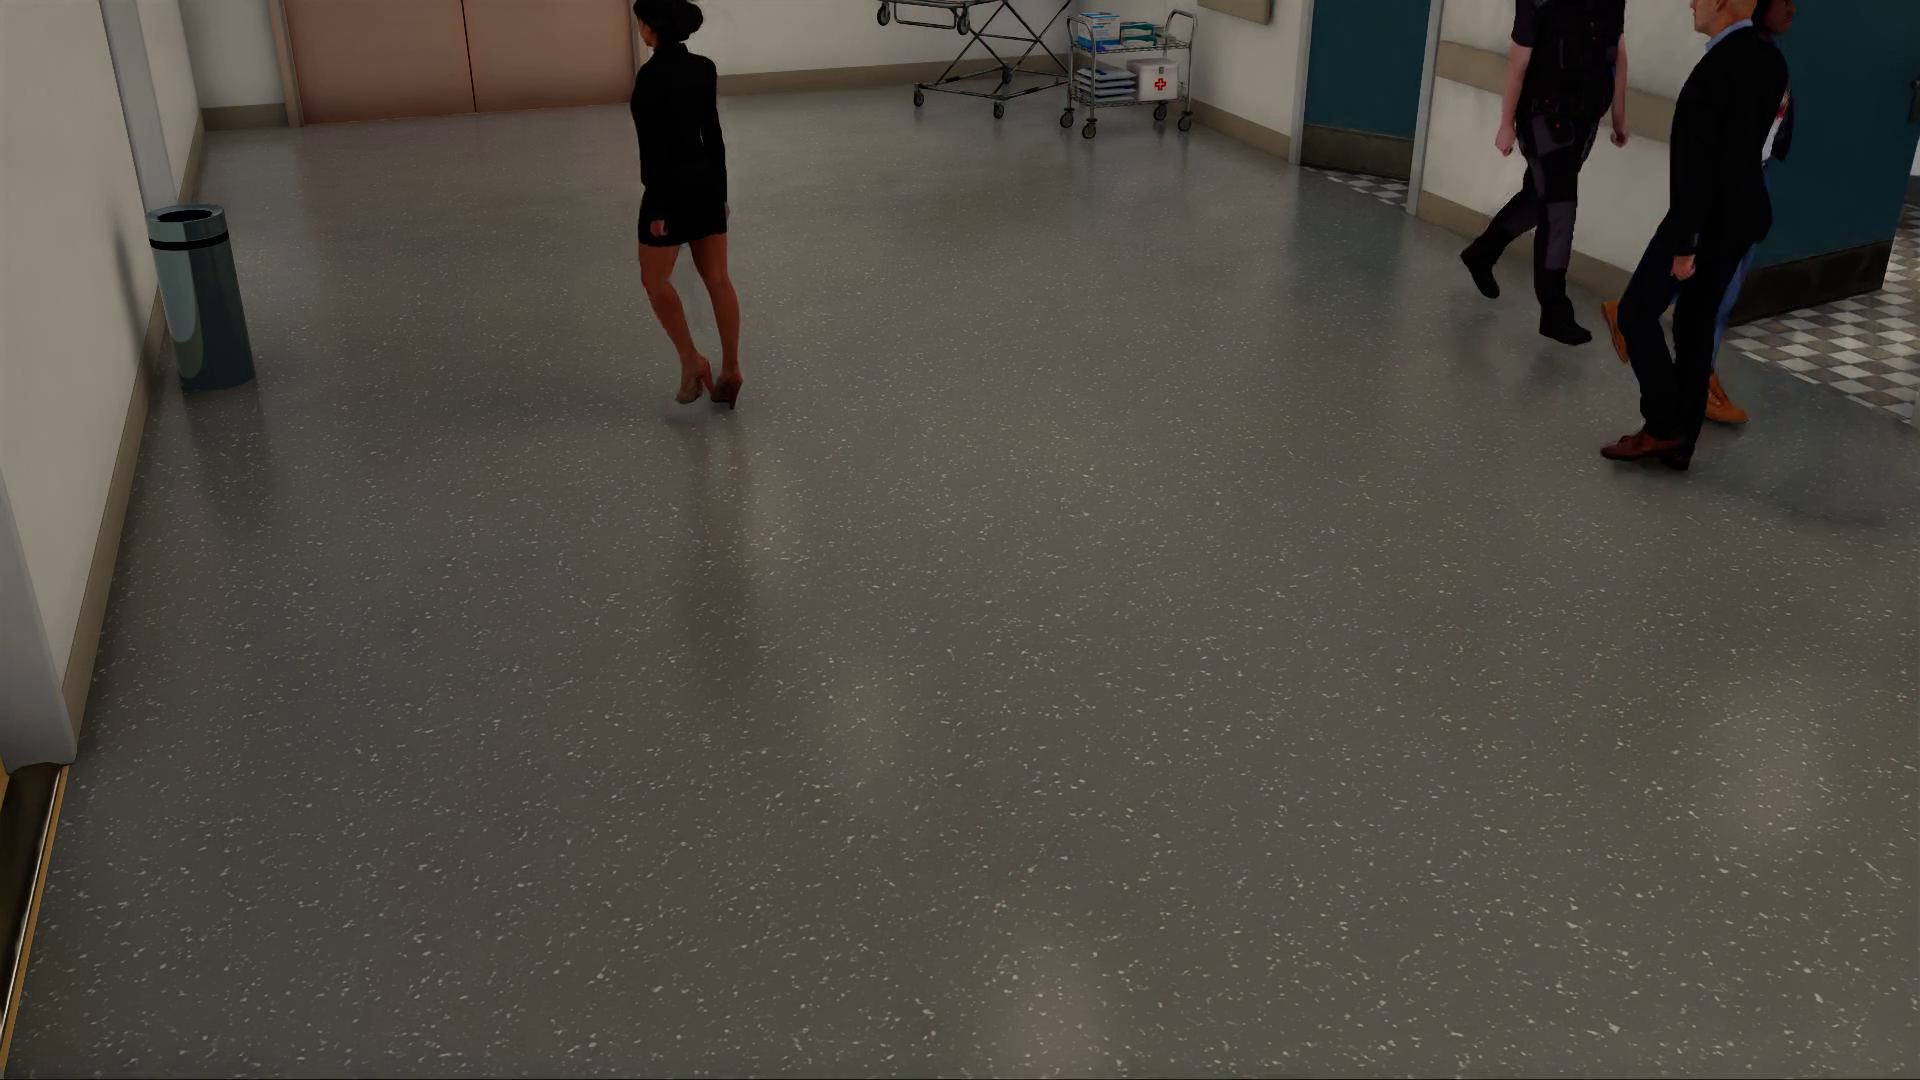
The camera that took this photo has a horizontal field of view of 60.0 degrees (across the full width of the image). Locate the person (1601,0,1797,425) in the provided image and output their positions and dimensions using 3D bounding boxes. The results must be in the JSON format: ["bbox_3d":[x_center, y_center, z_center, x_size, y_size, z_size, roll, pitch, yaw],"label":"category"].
[{"bbox_3d":[2.876,-1.322,6.438,0.829,1.696,1.028,-21,33,-37],"label":"person"}]

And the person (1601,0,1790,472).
[{"bbox_3d":[2.697,-1.077,5.839,0.760,1.776,0.708,-18,31,-32],"label":"person"}]

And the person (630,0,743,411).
[{"bbox_3d":[-1.031,-1.269,6.418,0.743,1.618,0.691,19,32,34],"label":"person"}]

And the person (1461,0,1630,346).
[{"bbox_3d":[2.592,-1.842,7.395,0.785,1.802,1.258,-12,28,-24],"label":"person"}]
